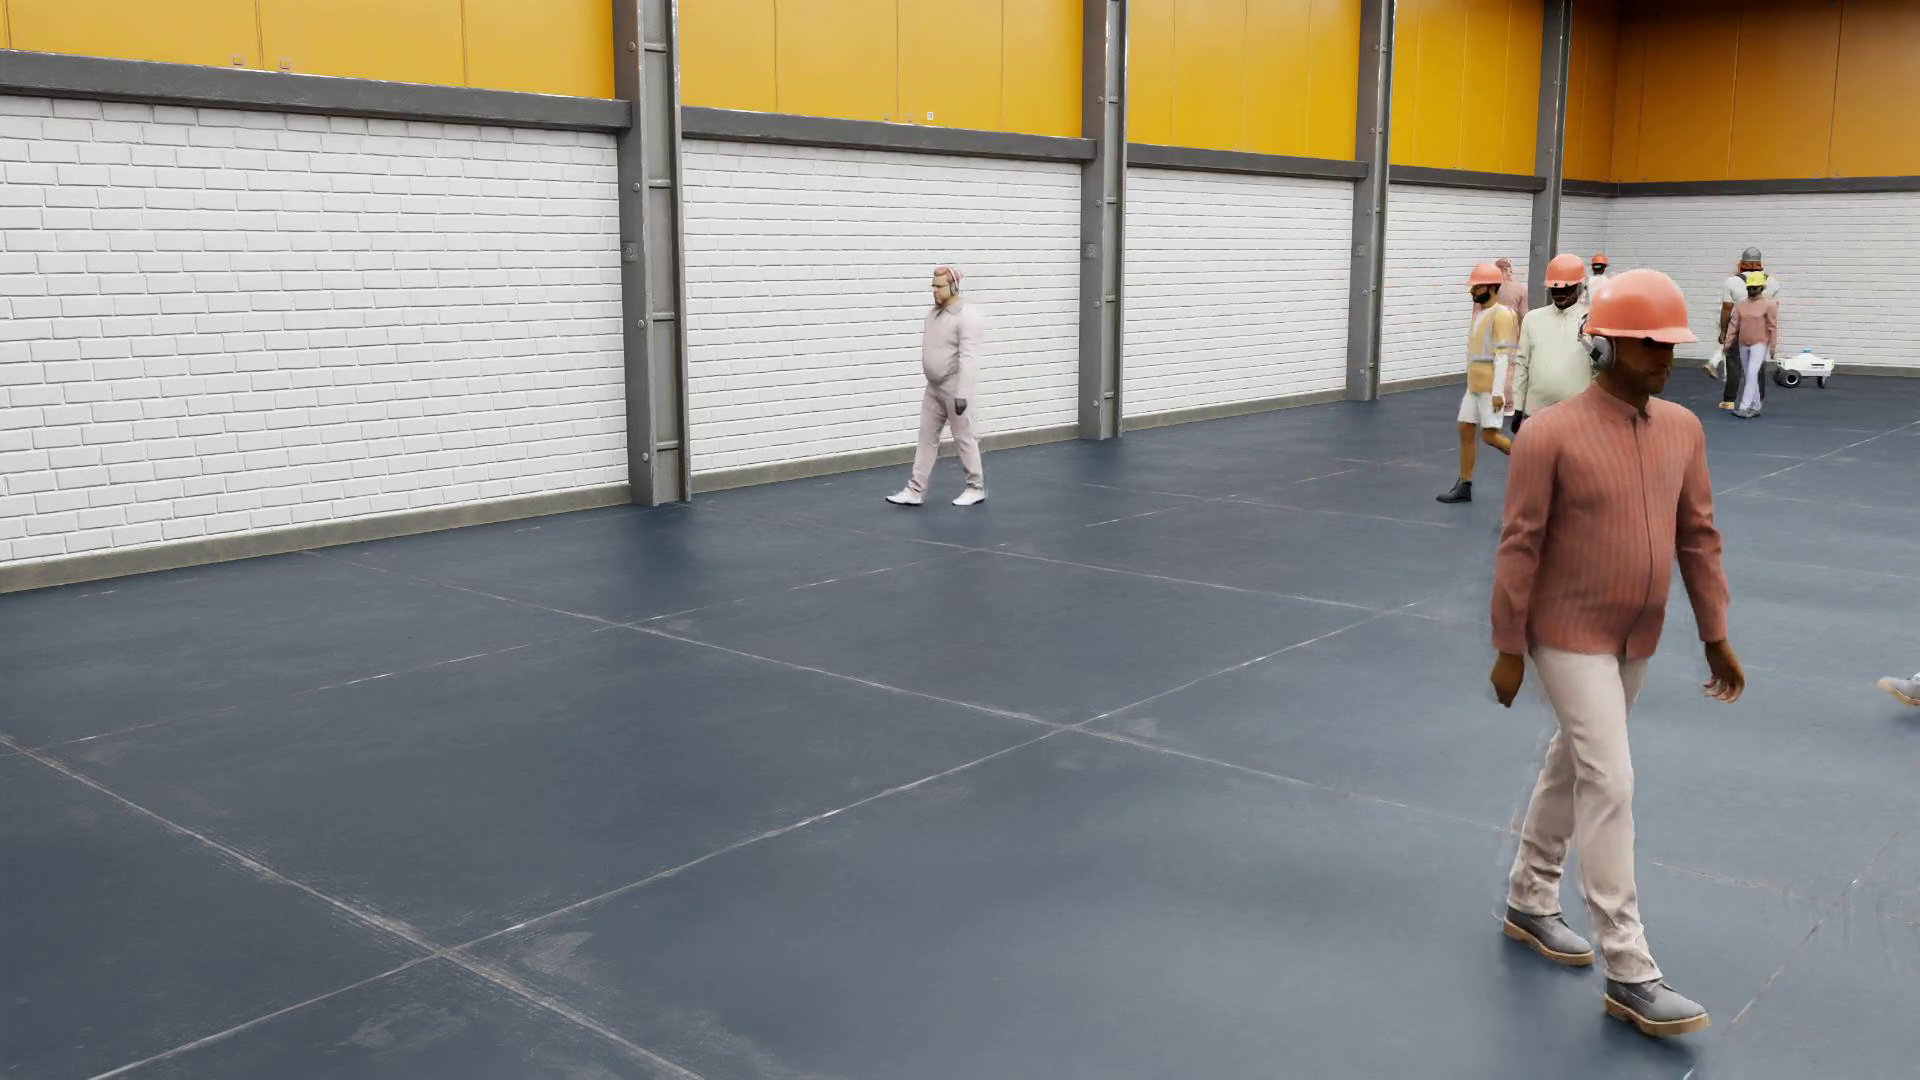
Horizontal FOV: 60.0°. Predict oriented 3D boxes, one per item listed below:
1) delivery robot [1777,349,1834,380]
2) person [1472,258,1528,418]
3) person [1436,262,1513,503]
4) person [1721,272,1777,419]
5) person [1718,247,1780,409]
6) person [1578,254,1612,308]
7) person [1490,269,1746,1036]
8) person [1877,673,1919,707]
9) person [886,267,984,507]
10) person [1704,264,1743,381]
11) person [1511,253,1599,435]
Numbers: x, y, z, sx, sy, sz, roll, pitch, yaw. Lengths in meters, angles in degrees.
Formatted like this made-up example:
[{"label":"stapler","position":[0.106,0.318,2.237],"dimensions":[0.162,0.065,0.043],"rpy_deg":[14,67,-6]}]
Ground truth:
[{"label":"delivery robot","position":[12.272,-2.529,24.140],"dimensions":[0.707,0.478,0.477],"rpy_deg":[2,10,11]},{"label":"person","position":[6.469,-2.419,19.946],"dimensions":[0.652,1.904,0.402],"rpy_deg":[4,11,21]},{"label":"person","position":[4.222,-1.231,13.152],"dimensions":[0.781,1.920,0.555],"rpy_deg":[-2,10,-10]},{"label":"person","position":[9.312,-2.286,19.675],"dimensions":[0.847,1.730,0.538],"rpy_deg":[-6,11,-30]},{"label":"person","position":[9.878,-2.660,20.926],"dimensions":[0.686,2.000,0.535],"rpy_deg":[1,10,6]},{"label":"person","position":[9.597,-3.336,25.095],"dimensions":[0.542,1.928,0.374],"rpy_deg":[4,11,21]},{"label":"person","position":[1.803,0.276,4.420],"dimensions":[0.625,1.952,0.924],"rpy_deg":[-5,11,-27]},{"label":"person","position":[4.451,-0.150,7.197],"dimensions":[0.939,1.838,0.601],"rpy_deg":[1,10,3]},{"label":"person","position":[-0.143,-1.177,12.951],"dimensions":[0.822,1.867,0.671],"rpy_deg":[-7,12,-36]},{"label":"person","position":[11.720,-3.321,25.198],"dimensions":[0.484,1.863,0.618],"rpy_deg":[0,10,1]},{"label":"person","position":[3.823,-0.828,10.651],"dimensions":[0.611,1.986,0.393],"rpy_deg":[8,13,39]}]
